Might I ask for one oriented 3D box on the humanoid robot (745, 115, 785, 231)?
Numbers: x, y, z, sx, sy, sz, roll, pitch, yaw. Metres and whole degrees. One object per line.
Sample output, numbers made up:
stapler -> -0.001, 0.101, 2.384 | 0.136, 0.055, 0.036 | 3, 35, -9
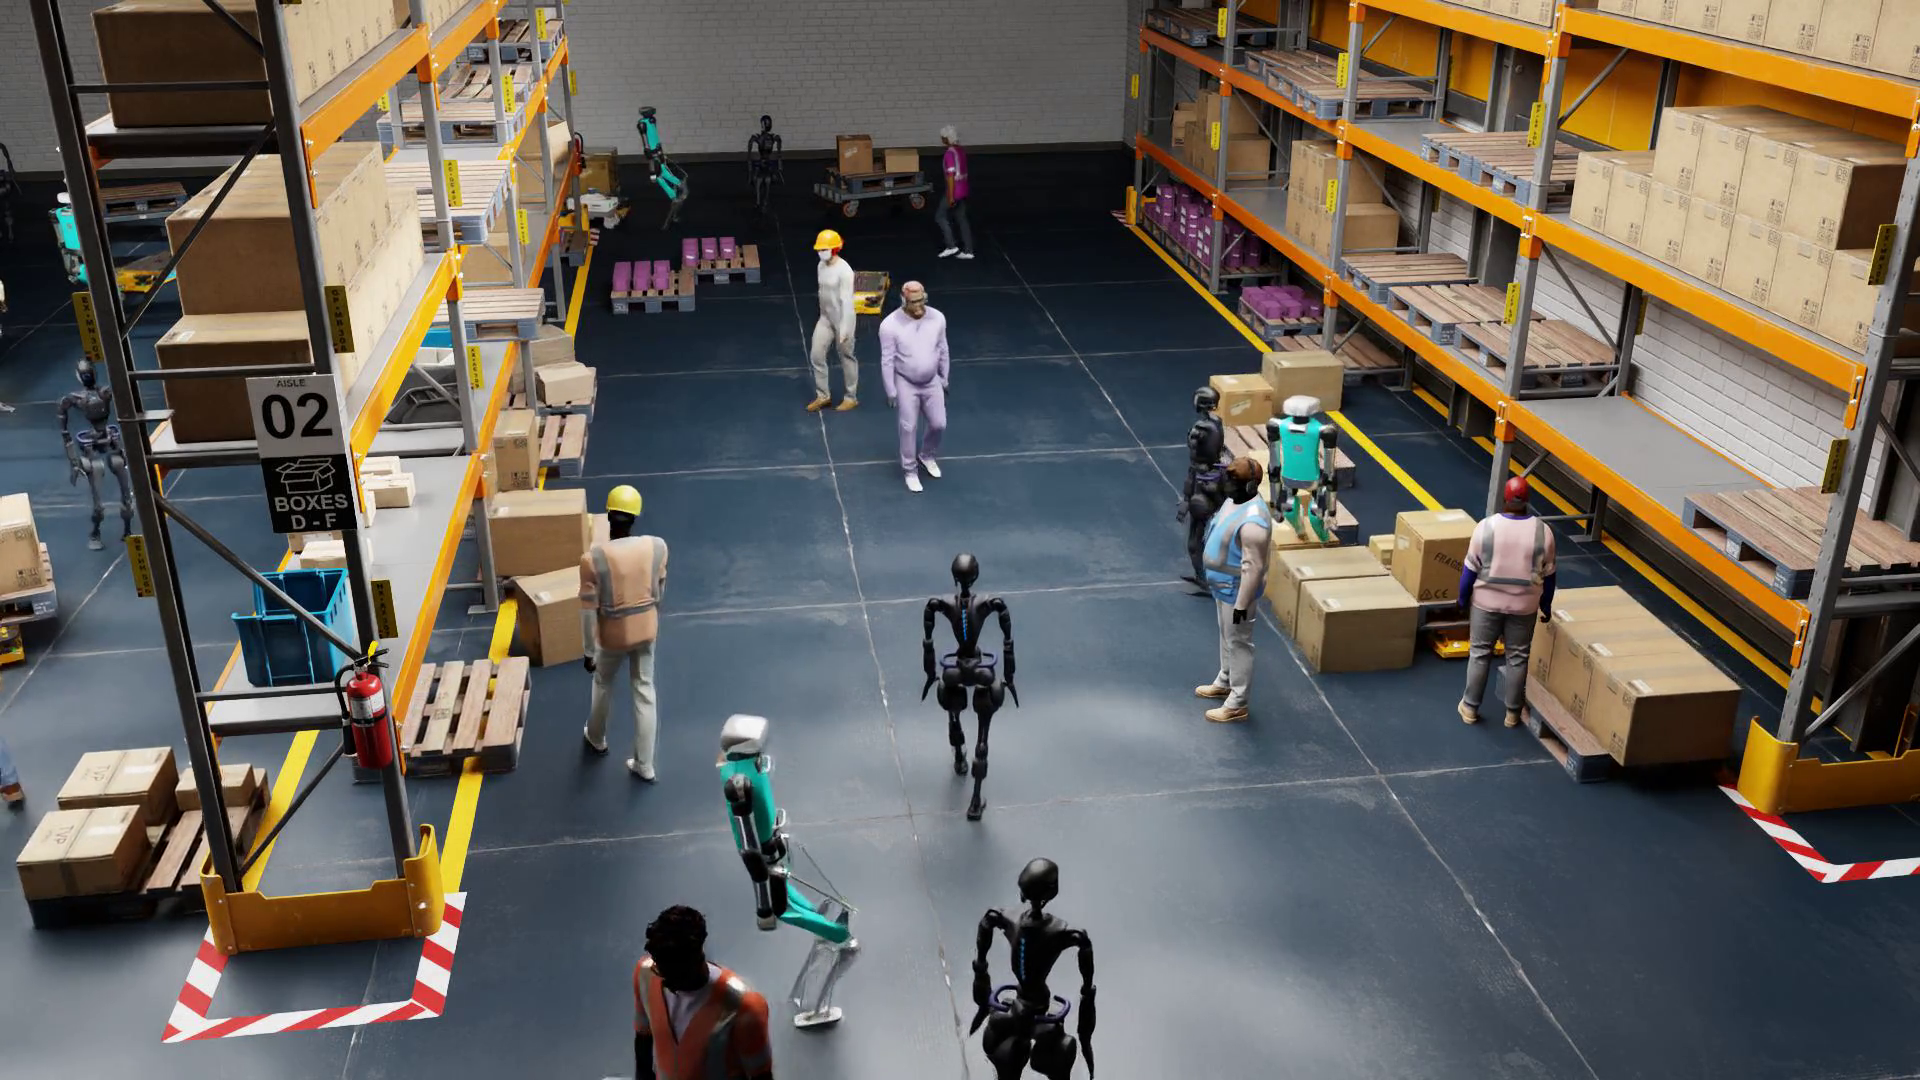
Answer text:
humanoid robot -> -2.831, -5.286, 23.980 | 0.597, 1.645, 0.347 | -14, 28, -30

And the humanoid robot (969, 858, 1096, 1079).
humanoid robot -> 0.302, 2.099, 7.211 | 0.597, 1.632, 0.770 | 10, 25, 21

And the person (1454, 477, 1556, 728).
person -> 3.569, 0.404, 10.908 | 0.610, 1.756, 0.419 | 6, 24, 13

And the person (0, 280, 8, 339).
person -> -10.502, -2.566, 17.706 | 0.570, 1.733, 0.653 | -21, 31, -40

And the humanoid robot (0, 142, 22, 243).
humanoid robot -> -13.573, -5.027, 23.378 | 0.612, 1.646, 0.456 | -12, 26, -24

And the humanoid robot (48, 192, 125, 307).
humanoid robot -> -9.835, -3.150, 18.924 | 0.530, 1.713, 0.702 | 2, 24, 6

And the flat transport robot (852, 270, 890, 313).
flat transport robot -> -1.256, -3.097, 20.734 | 0.659, 0.231, 1.431 | 1, 24, 2

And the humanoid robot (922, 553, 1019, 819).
humanoid robot -> 0.065, 0.812, 10.108 | 0.597, 1.627, 0.734 | 2, 24, 5

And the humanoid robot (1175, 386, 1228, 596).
humanoid robot -> 1.865, -0.377, 12.804 | 0.458, 1.650, 0.592 | 14, 27, 29

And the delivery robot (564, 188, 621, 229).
delivery robot -> -5.381, -4.866, 24.398 | 0.767, 0.587, 0.499 | 4, 24, 10

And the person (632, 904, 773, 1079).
person -> -1.014, 2.216, 6.548 | 0.685, 1.938, 0.460 | 13, 27, 27

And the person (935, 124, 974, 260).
person -> -0.068, -4.674, 22.407 | 0.602, 1.809, 0.540 | 12, 26, 25

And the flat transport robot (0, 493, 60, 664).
flat transport robot -> -7.340, 0.603, 12.304 | 0.659, 0.231, 1.431 | -13, 27, -27

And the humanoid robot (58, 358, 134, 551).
humanoid robot -> -6.987, -0.714, 13.568 | 0.610, 1.644, 0.398 | -20, 31, -38

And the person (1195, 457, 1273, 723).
person -> 1.810, 0.315, 11.002 | 0.429, 1.846, 0.629 | -1, 24, -2

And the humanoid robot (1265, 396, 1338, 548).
humanoid robot -> 2.620, -0.280, 12.561 | 0.565, 1.819, 0.762 | 12, 26, 26

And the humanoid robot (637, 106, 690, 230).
humanoid robot -> -4.219, -5.356, 24.082 | 0.815, 1.799, 0.534 | 3, 24, 8

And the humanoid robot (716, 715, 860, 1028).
humanoid robot -> -0.742, 1.664, 8.100 | 0.794, 1.802, 0.541 | -2, 24, -4

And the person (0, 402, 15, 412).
person -> -9.841, -2.152, 16.493 | 0.423, 1.948, 0.492 | 6, 24, 14

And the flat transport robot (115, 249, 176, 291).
flat transport robot -> -10.457, -3.513, 21.682 | 0.659, 0.231, 1.431 | 4, 24, 10

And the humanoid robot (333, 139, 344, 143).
humanoid robot -> -8.964, -5.211, 23.806 | 0.612, 1.646, 0.377 | 12, 26, 25

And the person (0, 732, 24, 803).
person -> -6.075, 0.766, 9.815 | 0.656, 1.971, 0.431 | -21, 31, -39

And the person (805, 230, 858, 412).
person -> -1.295, -2.161, 16.603 | 0.584, 1.871, 0.685 | 21, 31, 39

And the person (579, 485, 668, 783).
person -> -2.133, 0.549, 10.442 | 0.617, 1.868, 0.876 | -14, 27, -29

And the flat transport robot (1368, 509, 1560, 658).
flat transport robot -> 3.682, 0.484, 12.576 | 0.659, 0.231, 1.431 | -3, 24, -7

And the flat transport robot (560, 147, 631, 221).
flat transport robot -> -5.721, -4.982, 25.029 | 1.431, 0.231, 0.659 | -1, 24, -2

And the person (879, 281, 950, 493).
person -> -0.376, -1.376, 14.793 | 0.659, 1.894, 0.469 | -10, 25, -21
